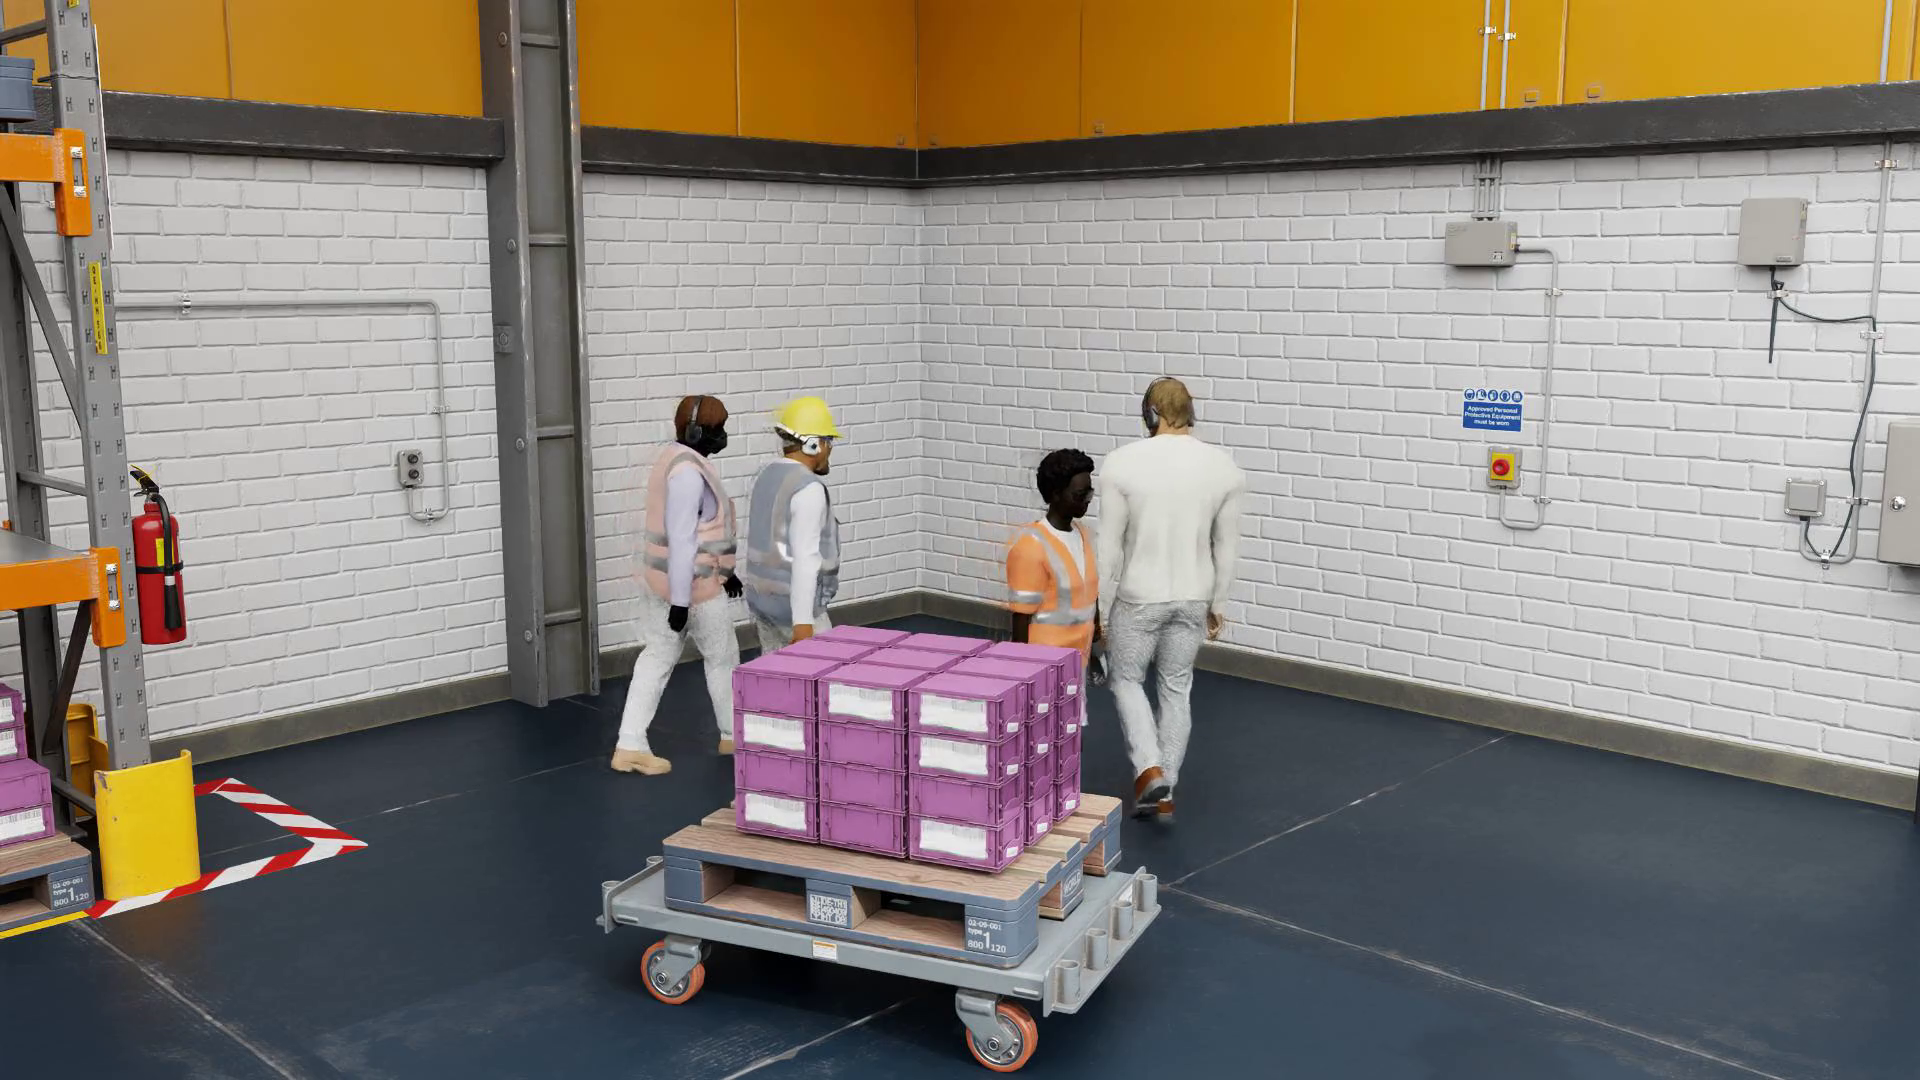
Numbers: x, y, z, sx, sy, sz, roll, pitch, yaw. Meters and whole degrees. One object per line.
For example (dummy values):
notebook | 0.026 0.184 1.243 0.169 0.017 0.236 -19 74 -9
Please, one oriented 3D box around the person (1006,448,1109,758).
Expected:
person | 0.391 0.477 6.492 0.376 1.684 0.539 5 11 30

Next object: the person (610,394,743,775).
person | -1.300 0.211 7.843 0.897 1.802 0.600 -6 11 -31

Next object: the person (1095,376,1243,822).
person | 0.879 0.276 7.033 0.668 1.908 0.550 -2 9 -12

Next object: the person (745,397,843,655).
person | -0.715 0.277 7.328 0.455 1.810 0.631 -5 11 -29
